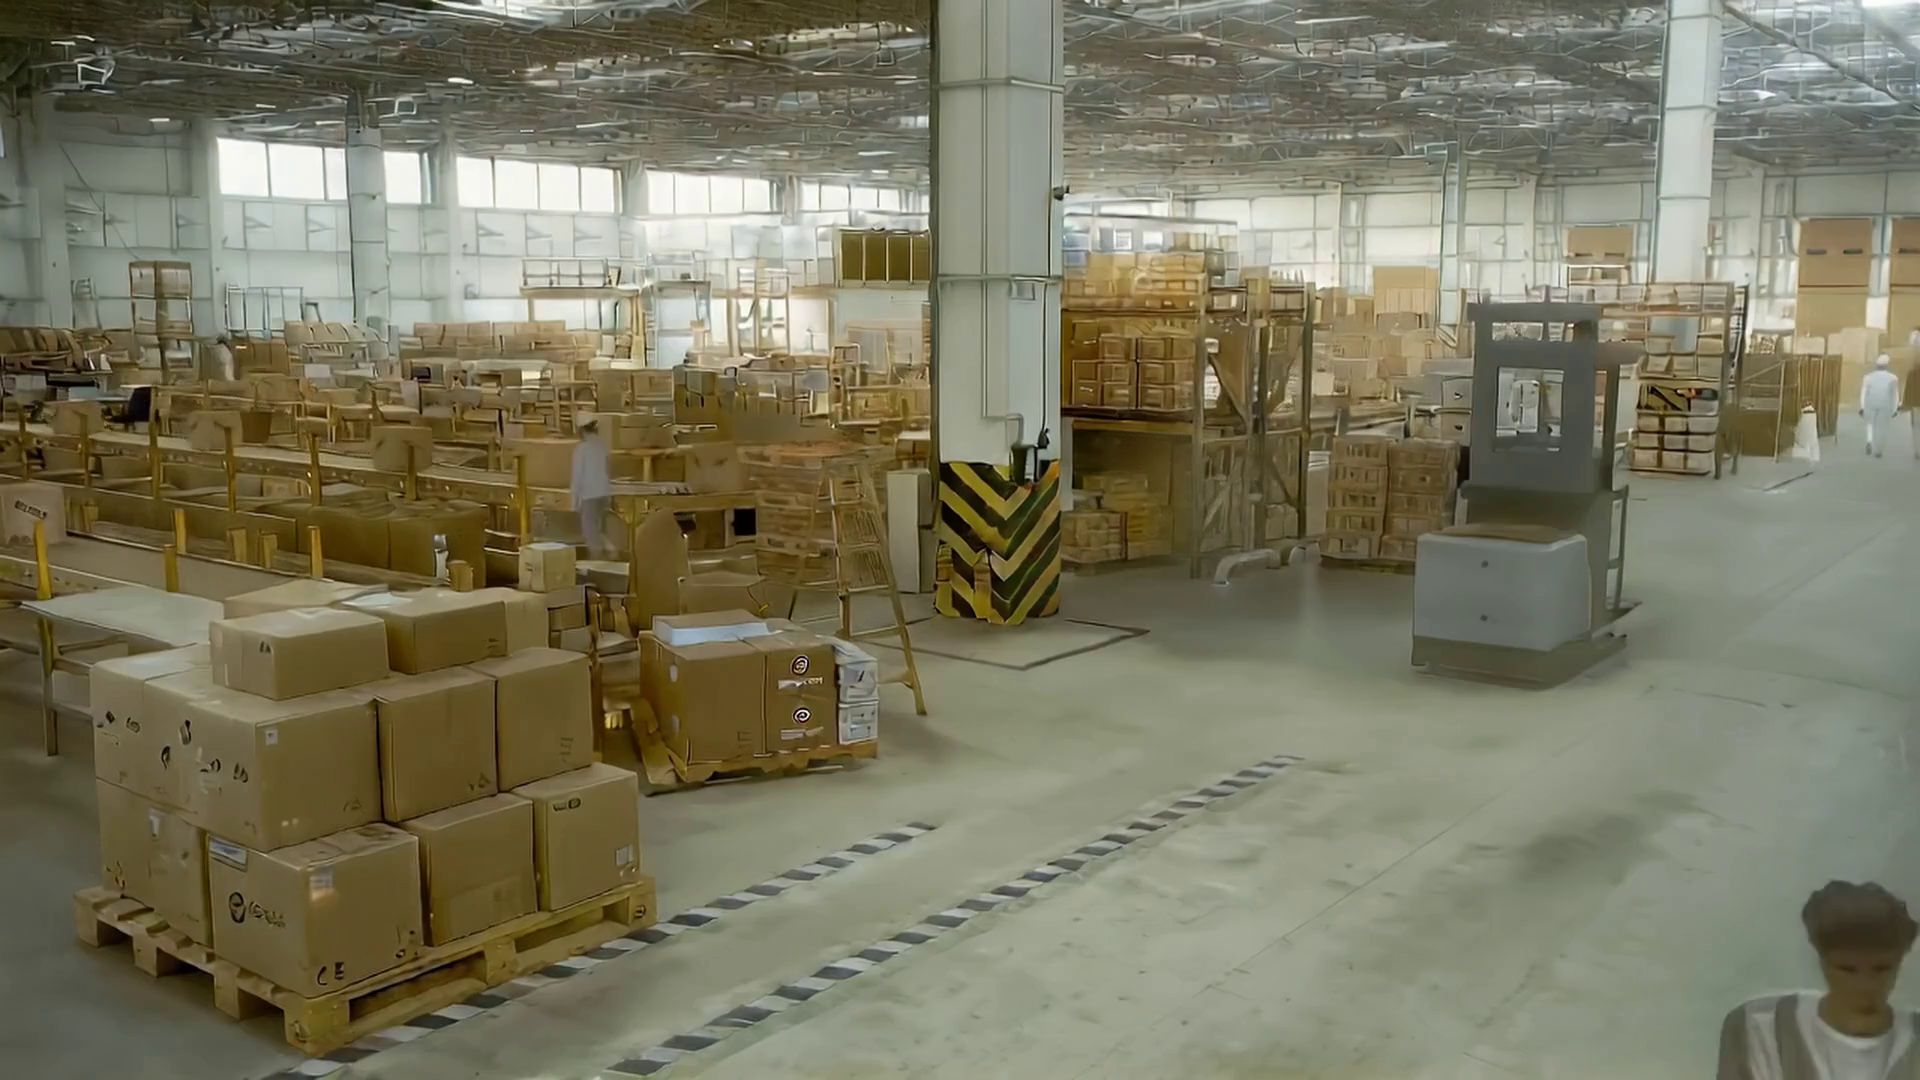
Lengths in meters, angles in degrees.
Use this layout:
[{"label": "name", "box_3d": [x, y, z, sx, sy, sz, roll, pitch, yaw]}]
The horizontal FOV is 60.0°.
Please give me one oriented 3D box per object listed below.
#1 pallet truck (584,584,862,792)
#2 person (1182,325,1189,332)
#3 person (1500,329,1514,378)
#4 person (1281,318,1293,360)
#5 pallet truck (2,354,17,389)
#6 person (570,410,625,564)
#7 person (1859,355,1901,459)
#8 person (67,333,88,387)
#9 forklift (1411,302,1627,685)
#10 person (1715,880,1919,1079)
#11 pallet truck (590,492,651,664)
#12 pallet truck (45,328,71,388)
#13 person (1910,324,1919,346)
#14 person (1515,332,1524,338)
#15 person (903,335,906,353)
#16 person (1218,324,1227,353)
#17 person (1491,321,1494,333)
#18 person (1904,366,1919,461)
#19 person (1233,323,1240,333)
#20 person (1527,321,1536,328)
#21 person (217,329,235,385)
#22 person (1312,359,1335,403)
[{"label": "pallet truck", "box_3d": [-1.426, 0.805, 10.019, 1.601, 1.201, 0.680, -4, 9, -26]}, {"label": "person", "box_3d": [7.292, -6.020, 53.870, 0.318, 1.870, 0.531, 4, 9, 26]}, {"label": "person", "box_3d": [14.787, -4.745, 45.034, 0.344, 1.942, 0.551, 6, 10, 35]}, {"label": "person", "box_3d": [14.351, -8.807, 72.726, 0.935, 1.840, 0.599, 2, 9, 12]}, {"label": "pallet truck", "box_3d": [-24.881, -4.417, 42.634, 1.885, 1.965, 0.823, 8, 11, 41]}, {"label": "person", "box_3d": [-3.613, -0.402, 16.406, 0.434, 1.757, 0.535, 4, 9, 24]}, {"label": "person", "box_3d": [16.208, -2.341, 29.270, 0.631, 1.804, 0.722, 6, 10, 35]}, {"label": "person", "box_3d": [-22.459, -4.314, 42.258, 0.650, 1.904, 0.401, 5, 10, 29]}, {"label": "forklift", "box_3d": [4.379, -0.438, 12.852, 1.129, 2.768, 1.873, 7, 11, 37]}, {"label": "person", "box_3d": [1.866, 1.536, 3.551, 0.537, 1.688, 0.387, 5, 10, 32]}, {"label": "pallet truck", "box_3d": [-3.115, 0.344, 12.883, 0.653, 1.274, 1.630, 7, 11, 37]}, {"label": "pallet truck", "box_3d": [-23.775, -4.544, 43.495, 1.885, 1.965, 0.823, 6, 10, 35]}, {"label": "person", "box_3d": [35.264, -7.057, 61.157, 0.626, 1.795, 0.979, -4, 9, -23]}, {"label": "person", "box_3d": [15.256, -4.804, 45.740, 0.539, 1.853, 0.664, -8, 11, -42]}, {"label": "person", "box_3d": [-2.161, -8.369, 70.505, 0.496, 1.624, 0.287, 2, 9, 10]}, {"label": "person", "box_3d": [8.131, -5.740, 51.708, 0.614, 1.949, 0.481, -2, 9, -10]}, {"label": "person", "box_3d": [25.481, -9.824, 79.992, 0.539, 1.714, 0.418, -8, 12, -43]}, {"label": "person", "box_3d": [16.620, -2.341, 28.675, 0.611, 1.981, 0.422, 7, 11, 39]}, {"label": "person", "box_3d": [10.055, -6.914, 60.054, 0.744, 1.827, 0.525, 1, 9, 9]}, {"label": "person", "box_3d": [27.208, -9.811, 79.181, 0.603, 1.944, 0.391, -7, 11, -38]}, {"label": "person", "box_3d": [-18.360, -4.243, 41.442, 0.961, 2.014, 0.609, -3, 9, -18]}, {"label": "person", "box_3d": [7.149, -2.750, 32.665, 0.502, 1.612, 0.682, 5, 10, 32]}]
